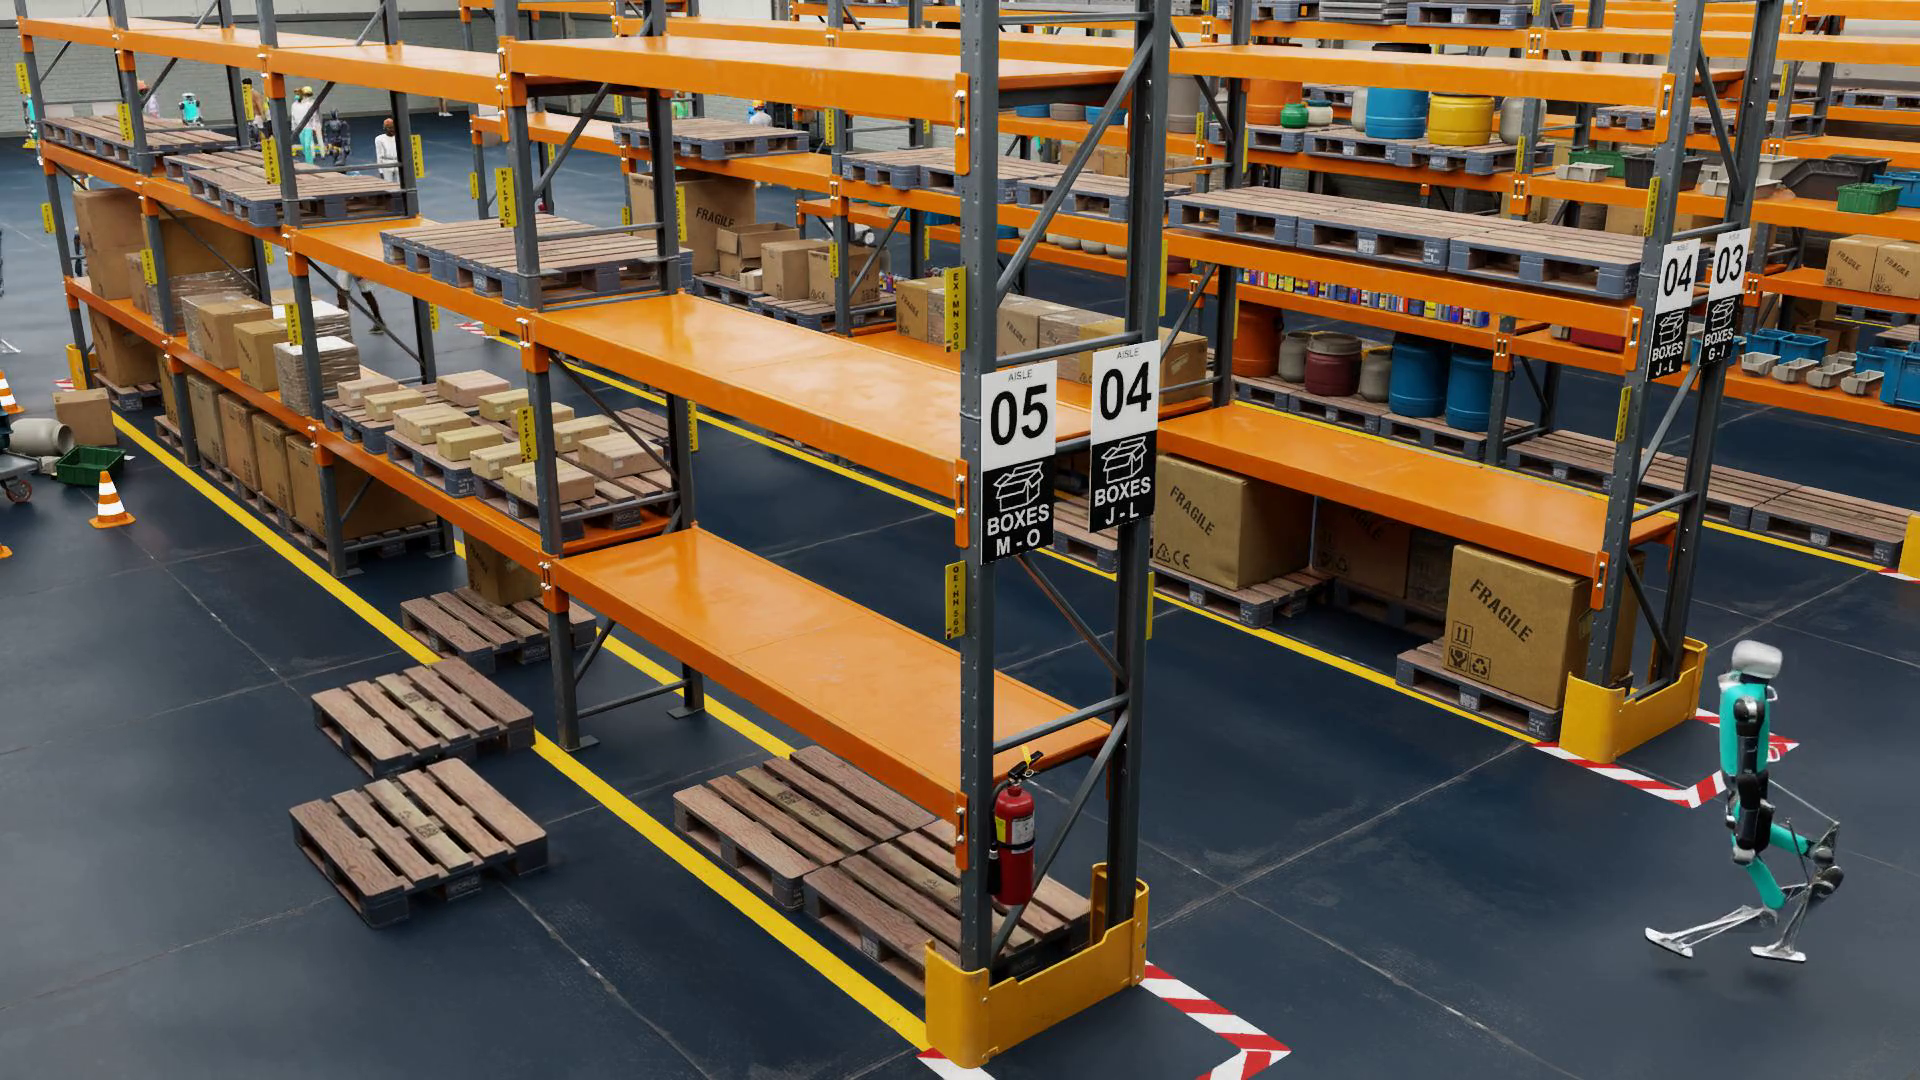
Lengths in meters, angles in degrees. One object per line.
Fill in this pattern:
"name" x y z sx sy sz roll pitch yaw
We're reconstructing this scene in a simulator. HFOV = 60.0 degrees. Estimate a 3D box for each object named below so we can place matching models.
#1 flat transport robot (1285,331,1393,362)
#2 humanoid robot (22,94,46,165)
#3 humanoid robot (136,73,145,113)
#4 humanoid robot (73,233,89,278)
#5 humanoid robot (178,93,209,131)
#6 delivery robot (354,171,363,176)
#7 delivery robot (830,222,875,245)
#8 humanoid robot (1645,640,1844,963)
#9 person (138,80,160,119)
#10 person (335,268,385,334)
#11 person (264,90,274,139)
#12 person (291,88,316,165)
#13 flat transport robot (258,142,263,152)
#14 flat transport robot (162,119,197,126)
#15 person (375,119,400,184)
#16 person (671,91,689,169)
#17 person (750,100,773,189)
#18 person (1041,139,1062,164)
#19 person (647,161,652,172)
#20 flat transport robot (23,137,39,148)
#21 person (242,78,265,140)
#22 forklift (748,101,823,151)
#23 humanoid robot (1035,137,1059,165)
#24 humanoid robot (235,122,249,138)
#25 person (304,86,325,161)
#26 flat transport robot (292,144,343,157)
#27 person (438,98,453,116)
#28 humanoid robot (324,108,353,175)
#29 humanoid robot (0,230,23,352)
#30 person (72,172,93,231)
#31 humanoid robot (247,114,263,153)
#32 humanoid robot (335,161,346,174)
"flat transport robot" 4.752 -2.369 20.678 0.659 0.231 1.431 -14 24 -34
"humanoid robot" -21.898 -9.746 39.510 0.532 1.775 0.975 -12 22 -30
"humanoid robot" -22.395 -11.661 45.077 0.542 1.899 0.720 4 20 10
"humanoid robot" -11.226 -3.438 21.594 0.336 1.652 0.615 10 22 26
"humanoid robot" -17.701 -9.467 38.697 0.817 1.798 0.580 10 22 26
"delivery robot" -12.358 -7.287 34.224 0.499 0.581 0.767 7 21 19
"delivery robot" -1.878 -5.334 28.716 0.811 0.614 0.499 -16 25 -38
"humanoid robot" 3.890 1.327 7.934 0.981 1.732 0.538 6 20 17
"person" -19.254 -9.883 39.474 0.919 1.982 0.746 -12 23 -30
"person" -7.921 -3.564 21.616 0.605 1.905 0.979 5 20 14
"person" -18.556 -11.580 44.750 0.321 1.688 0.528 -7 20 -18
"person" -15.251 -9.496 38.519 0.514 1.886 0.801 3 20 8
"flat transport robot" -16.075 -8.183 37.224 0.659 0.231 1.431 7 20 18
"flat transport robot" -19.303 -9.551 41.118 0.659 0.231 1.431 3 20 8
"person" -10.717 -7.008 31.465 0.566 1.878 0.353 -12 23 -31
"person" -6.391 -9.411 38.146 0.402 1.979 0.485 11 22 29
"person" -4.259 -8.490 35.669 0.590 1.884 0.395 -11 22 -29
"person" 1.700 -6.902 31.324 0.403 1.762 0.543 -2 19 -6
"person" -6.050 -7.611 33.396 0.469 1.733 0.324 -3 20 -8
"flat transport robot" -24.057 -10.461 43.708 0.659 0.231 1.431 -4 20 -11
"person" -17.983 -10.832 42.390 0.798 1.842 0.406 9 21 24
"forklift" -4.526 -11.368 42.374 1.129 2.768 1.873 -15 24 -37
"humanoid robot" 1.840 -7.556 33.219 0.771 1.779 0.530 -2 19 -6
"humanoid robot" -16.737 -9.455 38.736 0.652 1.639 0.601 2 19 5
"person" -15.830 -10.176 40.639 0.522 1.768 0.307 -16 25 -39
"flat transport robot" -16.293 -9.820 41.883 1.431 0.231 0.659 -7 20 -19
"person" -16.169 -14.182 51.884 0.505 1.871 0.391 15 24 36
"humanoid robot" -13.539 -8.591 36.287 0.584 1.644 0.615 -3 20 -7
"humanoid robot" -12.402 -3.163 20.810 1.018 1.775 0.531 0 19 0
"person" -15.866 -6.503 30.000 0.399 1.893 0.531 -16 25 -38
"humanoid robot" -14.843 -8.210 35.179 0.446 1.647 0.597 -2 19 -5
"humanoid robot" -9.997 -5.337 27.052 0.613 1.625 0.752 1 19 3
